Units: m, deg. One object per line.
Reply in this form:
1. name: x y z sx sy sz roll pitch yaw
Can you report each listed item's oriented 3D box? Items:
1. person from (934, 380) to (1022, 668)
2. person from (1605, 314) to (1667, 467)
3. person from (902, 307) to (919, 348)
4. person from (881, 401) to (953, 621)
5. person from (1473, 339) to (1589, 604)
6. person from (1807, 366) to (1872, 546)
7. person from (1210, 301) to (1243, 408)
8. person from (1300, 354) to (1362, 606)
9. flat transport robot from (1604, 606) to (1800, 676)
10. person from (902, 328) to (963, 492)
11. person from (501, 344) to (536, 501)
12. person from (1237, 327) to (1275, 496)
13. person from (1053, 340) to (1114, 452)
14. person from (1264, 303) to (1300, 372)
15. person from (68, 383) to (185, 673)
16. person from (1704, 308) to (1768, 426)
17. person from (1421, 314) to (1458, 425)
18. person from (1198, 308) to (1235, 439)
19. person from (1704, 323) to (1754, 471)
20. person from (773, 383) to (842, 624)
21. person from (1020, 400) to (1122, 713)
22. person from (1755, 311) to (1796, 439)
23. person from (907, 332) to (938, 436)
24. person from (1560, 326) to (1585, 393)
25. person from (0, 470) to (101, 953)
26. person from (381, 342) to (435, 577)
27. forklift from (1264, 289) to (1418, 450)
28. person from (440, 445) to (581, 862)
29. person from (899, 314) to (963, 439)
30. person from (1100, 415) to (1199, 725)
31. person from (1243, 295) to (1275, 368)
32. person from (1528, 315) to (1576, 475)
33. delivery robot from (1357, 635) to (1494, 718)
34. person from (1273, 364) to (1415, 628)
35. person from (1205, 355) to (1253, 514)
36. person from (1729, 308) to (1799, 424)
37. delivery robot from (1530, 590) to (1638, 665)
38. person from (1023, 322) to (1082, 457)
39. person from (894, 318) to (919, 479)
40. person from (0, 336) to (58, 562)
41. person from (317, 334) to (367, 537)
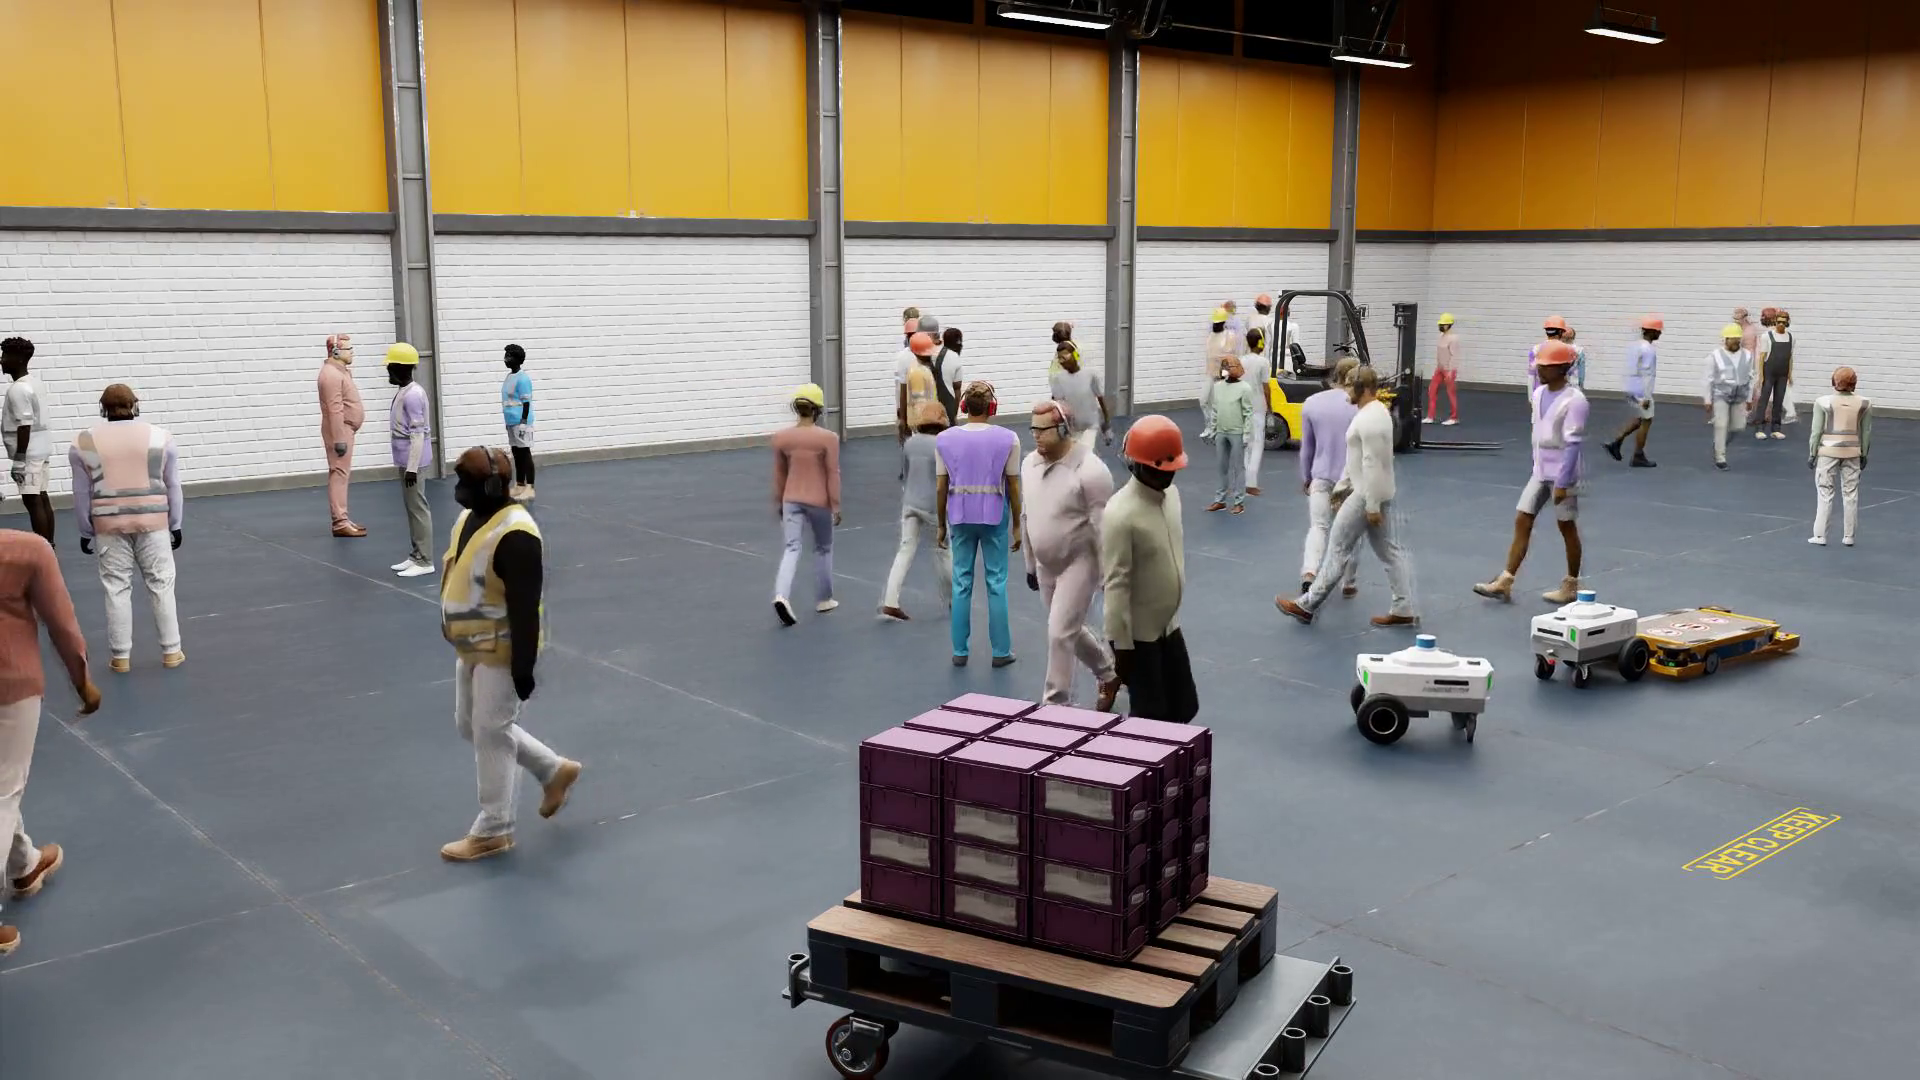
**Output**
1. person: 0.117 -0.093 10.648 0.563 1.847 0.390 2 10 10
2. person: 8.476 -1.857 20.762 0.546 1.919 0.565 0 10 1
3. person: -0.632 -2.317 23.445 0.403 1.929 0.655 2 10 11
4. person: -0.242 -0.213 12.099 0.532 1.585 0.878 8 13 40
5. person: 4.335 -0.489 12.491 0.953 2.004 0.641 -3 10 -17
6. person: 7.992 -0.754 15.131 0.522 1.638 0.310 1 10 8
7. person: 4.586 -3.105 28.186 0.909 1.874 0.680 -9 13 -41
8. person: 2.843 -0.444 12.555 0.634 1.908 0.885 4 11 23
9. flat transport robot: 4.820 0.649 10.915 1.431 0.197 0.652 -7 12 -35
10. person: -0.179 -1.411 18.362 1.021 1.849 0.715 -2 10 -11
11. person: -4.785 -1.272 17.992 0.318 1.697 0.534 -7 12 -35
12. person: 3.259 -1.412 18.384 0.381 1.871 0.531 -6 12 -33
13. person: 1.205 -1.065 16.445 0.551 1.812 0.609 5 11 29
14. person: 5.181 -2.863 26.764 0.576 1.883 0.355 5 11 25
15. person: -5.276 -0.075 10.581 0.624 1.837 0.430 -5 11 -25
16. person: 12.140 -2.675 25.832 0.979 1.854 0.742 2 10 10
17. person: 7.464 -2.640 25.850 0.752 1.733 0.555 -3 10 -16
18. person: 3.676 -2.378 23.873 0.499 1.898 0.594 -6 12 -33
19. person: 9.487 -1.777 20.590 0.604 1.820 0.546 0 10 -1
20. person: -1.131 -0.268 12.058 0.526 1.724 0.854 2 10 14
21. person: 0.654 0.131 9.309 0.872 1.866 0.666 -8 12 -38
22. person: 11.772 -2.369 23.988 0.506 1.843 0.349 0 10 -2
23. person: -0.401 -1.170 16.894 0.374 1.885 0.706 1 10 7
24. person: 8.608 -2.202 23.653 0.529 1.645 0.343 5 11 29
25. person: -3.758 0.580 6.464 0.629 1.941 1.045 0 10 -2
26. person: -4.553 -0.663 13.746 0.363 1.930 0.587 -5 11 -25
27. forklift: 5.034 -2.339 22.783 2.313 2.155 1.214 3 10 16
28. person: -2.013 0.481 7.341 0.613 1.830 0.639 -7 12 -34
29. person: -0.335 -1.310 17.211 0.672 2.000 0.536 -3 10 -18
30. person: 0.838 0.395 7.482 0.485 1.953 0.666 6 11 31
31. person: 4.897 -2.986 27.155 0.534 2.015 0.615 -9 13 -41
32. person: 7.068 -1.712 19.894 0.542 1.928 0.374 5 11 28
33. delivery robot: 2.550 0.765 9.129 0.707 0.478 0.477 1 10 9
34. person: 2.783 -0.301 11.796 1.006 1.874 0.619 4 10 21
35. person: 2.771 -1.080 17.050 0.285 1.633 0.501 -8 13 -40
36. person: 12.761 -2.740 26.215 1.040 1.827 0.580 9 13 43
37. delivery robot: 3.881 0.558 10.344 0.707 0.478 0.477 -7 12 -35
38. person: 1.235 -1.860 21.133 0.925 1.795 0.647 0 10 -2
39. person: -0.523 -1.630 19.458 0.547 1.921 0.493 -3 10 -16
40. person: -7.861 -0.728 14.019 0.362 1.966 0.611 -3 10 -16
41. person: -5.824 -0.988 15.714 0.399 1.910 0.643 -3 10 -17
